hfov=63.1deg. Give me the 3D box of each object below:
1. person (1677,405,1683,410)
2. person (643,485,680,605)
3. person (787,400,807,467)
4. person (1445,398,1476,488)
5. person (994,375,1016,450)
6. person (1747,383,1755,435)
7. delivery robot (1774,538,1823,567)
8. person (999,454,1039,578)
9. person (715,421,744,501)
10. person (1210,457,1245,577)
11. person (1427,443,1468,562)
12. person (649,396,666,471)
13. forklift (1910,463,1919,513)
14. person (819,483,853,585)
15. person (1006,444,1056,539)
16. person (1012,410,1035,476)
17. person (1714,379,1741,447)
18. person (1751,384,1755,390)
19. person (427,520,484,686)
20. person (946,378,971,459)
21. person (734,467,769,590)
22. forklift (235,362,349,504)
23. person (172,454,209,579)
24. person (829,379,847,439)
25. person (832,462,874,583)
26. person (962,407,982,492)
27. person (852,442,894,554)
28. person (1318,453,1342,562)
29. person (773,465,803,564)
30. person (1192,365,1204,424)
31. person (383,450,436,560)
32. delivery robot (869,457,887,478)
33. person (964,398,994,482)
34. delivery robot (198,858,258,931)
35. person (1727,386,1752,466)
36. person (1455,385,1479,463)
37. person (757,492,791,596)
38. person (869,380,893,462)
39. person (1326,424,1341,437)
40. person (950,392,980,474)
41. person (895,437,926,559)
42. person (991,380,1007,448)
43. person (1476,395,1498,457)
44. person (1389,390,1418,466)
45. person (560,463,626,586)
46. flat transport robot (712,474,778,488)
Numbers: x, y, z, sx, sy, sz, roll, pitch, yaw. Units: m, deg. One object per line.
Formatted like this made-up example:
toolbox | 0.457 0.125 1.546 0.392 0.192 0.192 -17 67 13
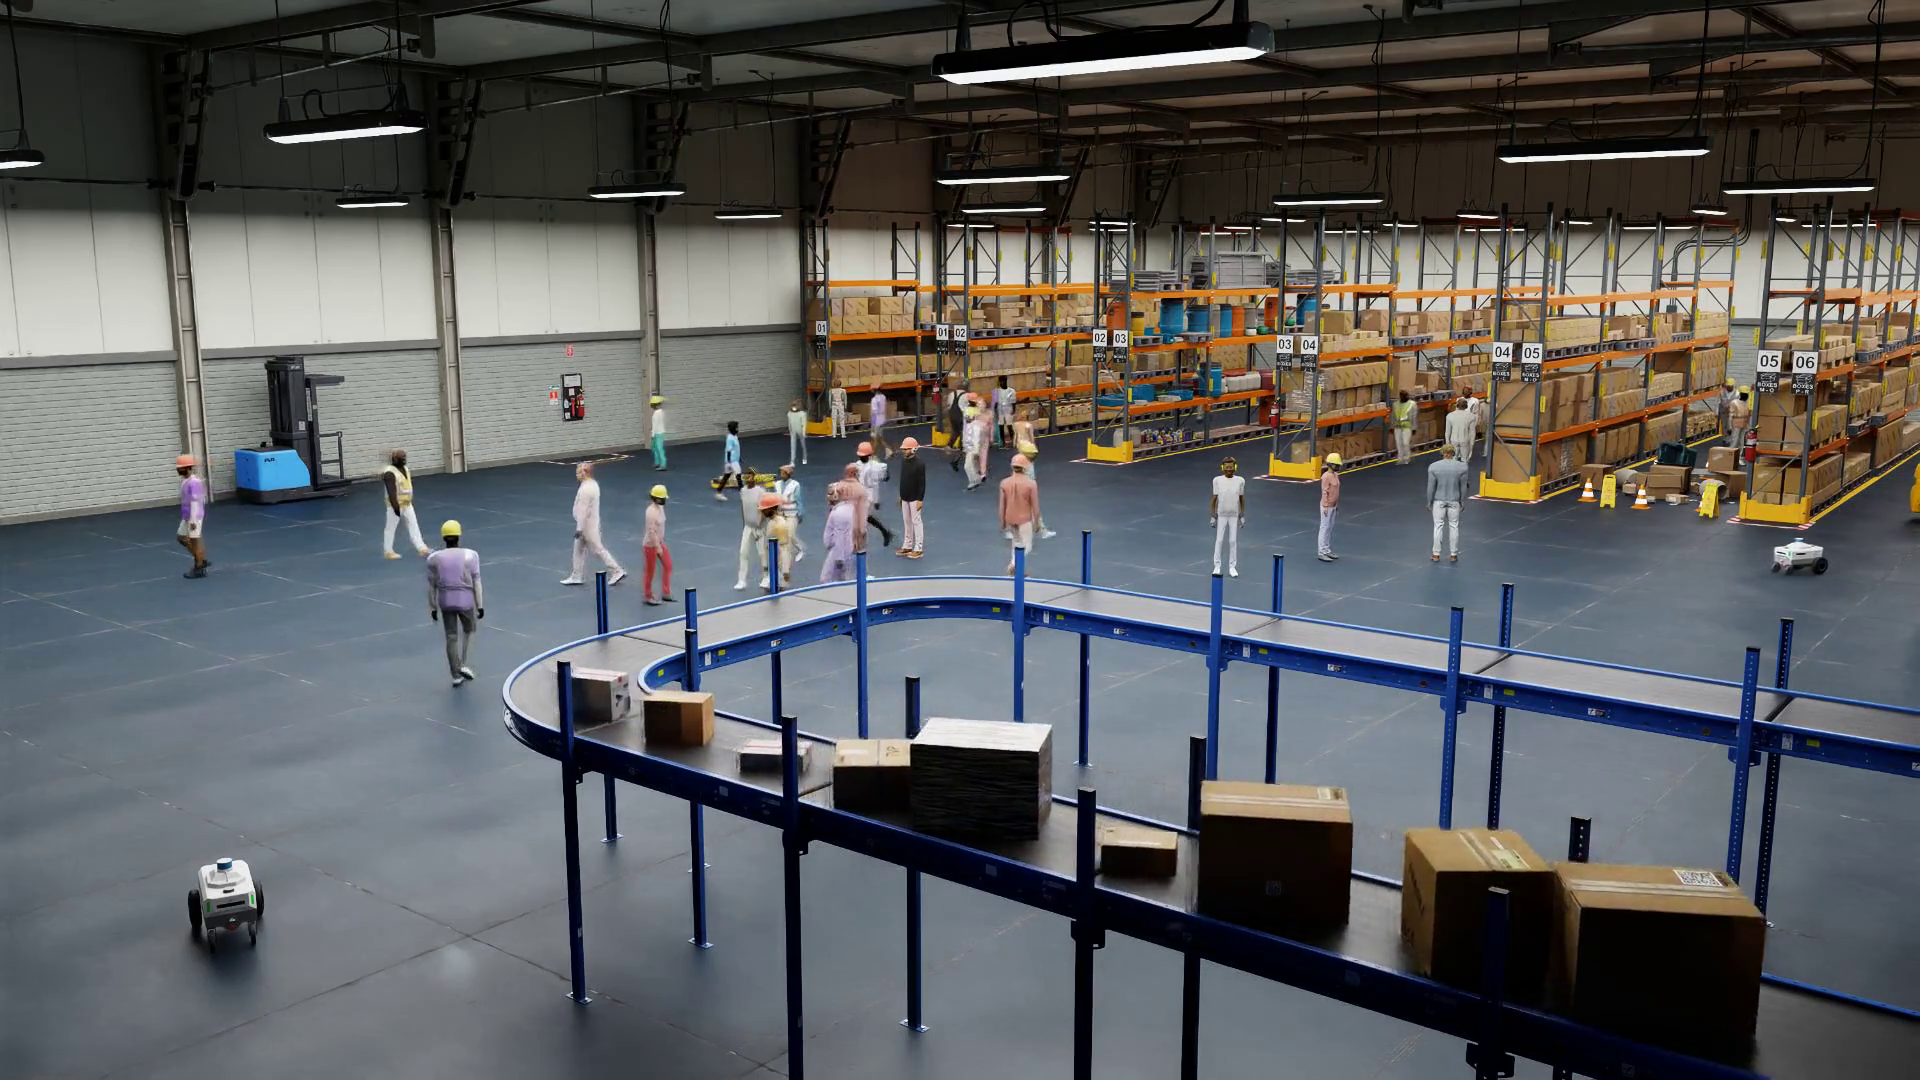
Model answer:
person | 21.733 -4.418 46.891 0.450 1.932 0.614 5 11 26
person | -4.248 0.074 22.137 0.621 1.736 0.547 3 10 14
person | -3.875 -2.568 37.464 0.507 1.586 0.884 3 10 15
person | 10.806 -2.099 33.824 0.629 1.939 0.372 4 11 22
person | 1.164 -3.319 40.674 0.614 1.952 0.394 7 12 33
person | 20.462 -3.201 40.206 0.410 1.870 0.606 -6 12 -32
delivery robot | 13.173 0.210 24.573 0.707 0.478 0.477 -3 10 -18
person | 0.876 -0.316 23.681 0.626 1.978 0.747 6 12 29
person | -4.615 -1.598 31.837 0.877 1.647 0.537 0 10 -1
person | 4.156 -0.364 24.252 0.536 1.869 0.312 1 10 4
person | 7.923 -0.617 25.492 0.627 1.936 0.371 2 10 10
person | -7.132 -2.489 36.527 0.547 1.746 0.555 0 10 -3
forklift | 19.034 -1.348 28.998 2.313 2.155 1.214 8 13 37
person | -1.695 0.170 21.193 0.514 1.887 0.669 0 10 3
person | 1.218 -0.837 27.412 0.909 1.689 0.502 3 10 15
person | 1.376 -2.066 34.590 0.810 1.608 0.529 -9 14 -43
person | 20.360 -3.380 41.484 0.619 1.783 0.945 6 12 32
person | 21.555 -3.446 42.373 0.526 1.587 0.809 6 12 29
person | -5.800 0.720 18.024 0.620 1.911 0.420 -1 10 -8
person | 0.022 -3.017 38.820 0.702 2.000 0.609 8 13 39
person | -3.084 -0.179 23.373 0.520 1.832 0.690 6 12 31
forklift | -13.803 -2.244 32.110 1.129 2.768 1.873 8 13 37
person | -11.868 -0.365 24.092 0.400 1.926 0.566 -8 13 -37
person | -3.372 -3.622 43.233 0.514 1.642 0.310 1 10 3
person | -1.671 -0.234 23.547 0.653 1.870 0.969 6 12 30
person | 0.217 -1.904 33.055 0.454 1.819 0.629 -3 10 -14
person | -1.491 -0.741 26.330 0.892 1.894 0.549 -7 12 -35
person | 6.057 -0.548 25.580 0.313 1.768 0.522 6 12 32
person | -2.779 -0.397 25.118 0.536 1.627 0.360 7 12 33
person | 7.190 -4.397 47.190 0.622 1.777 0.937 5 11 27
person | -9.086 -0.572 25.614 0.903 1.800 0.658 2 10 11
delivery robot | -1.982 -1.613 34.836 0.707 0.478 0.477 7 12 33
person | 0.417 -2.222 34.802 0.687 1.837 1.053 0 10 -1
delivery robot | -5.329 2.556 11.370 0.477 0.478 0.707 -5 11 -29
person | 18.668 -2.714 37.431 0.649 1.898 0.425 -2 10 -12
person | 12.306 -2.825 38.068 0.576 1.883 0.354 7 12 36
person | -2.390 0.312 20.315 0.498 1.909 0.593 -3 10 -15
person | -1.962 -2.850 37.792 0.536 2.032 0.636 5 11 25
person | 9.620 -3.239 40.094 0.392 1.991 0.613 -7 12 -33
person | 0.170 -2.452 35.910 0.683 1.907 0.565 2 10 9
person | -0.812 -0.703 25.803 0.379 1.996 0.611 -8 13 -37
person | 1.062 -3.320 41.009 0.460 1.823 0.601 -7 12 -36
person | 13.294 -2.912 39.351 0.497 1.597 0.810 9 13 41
person | 10.574 -2.680 37.412 0.623 1.827 0.488 9 14 42
person | -5.540 -0.236 23.558 0.956 1.869 0.637 -1 10 -8
flat transport robot | -4.684 -1.293 34.099 1.431 0.197 0.652 -2 10 -10
